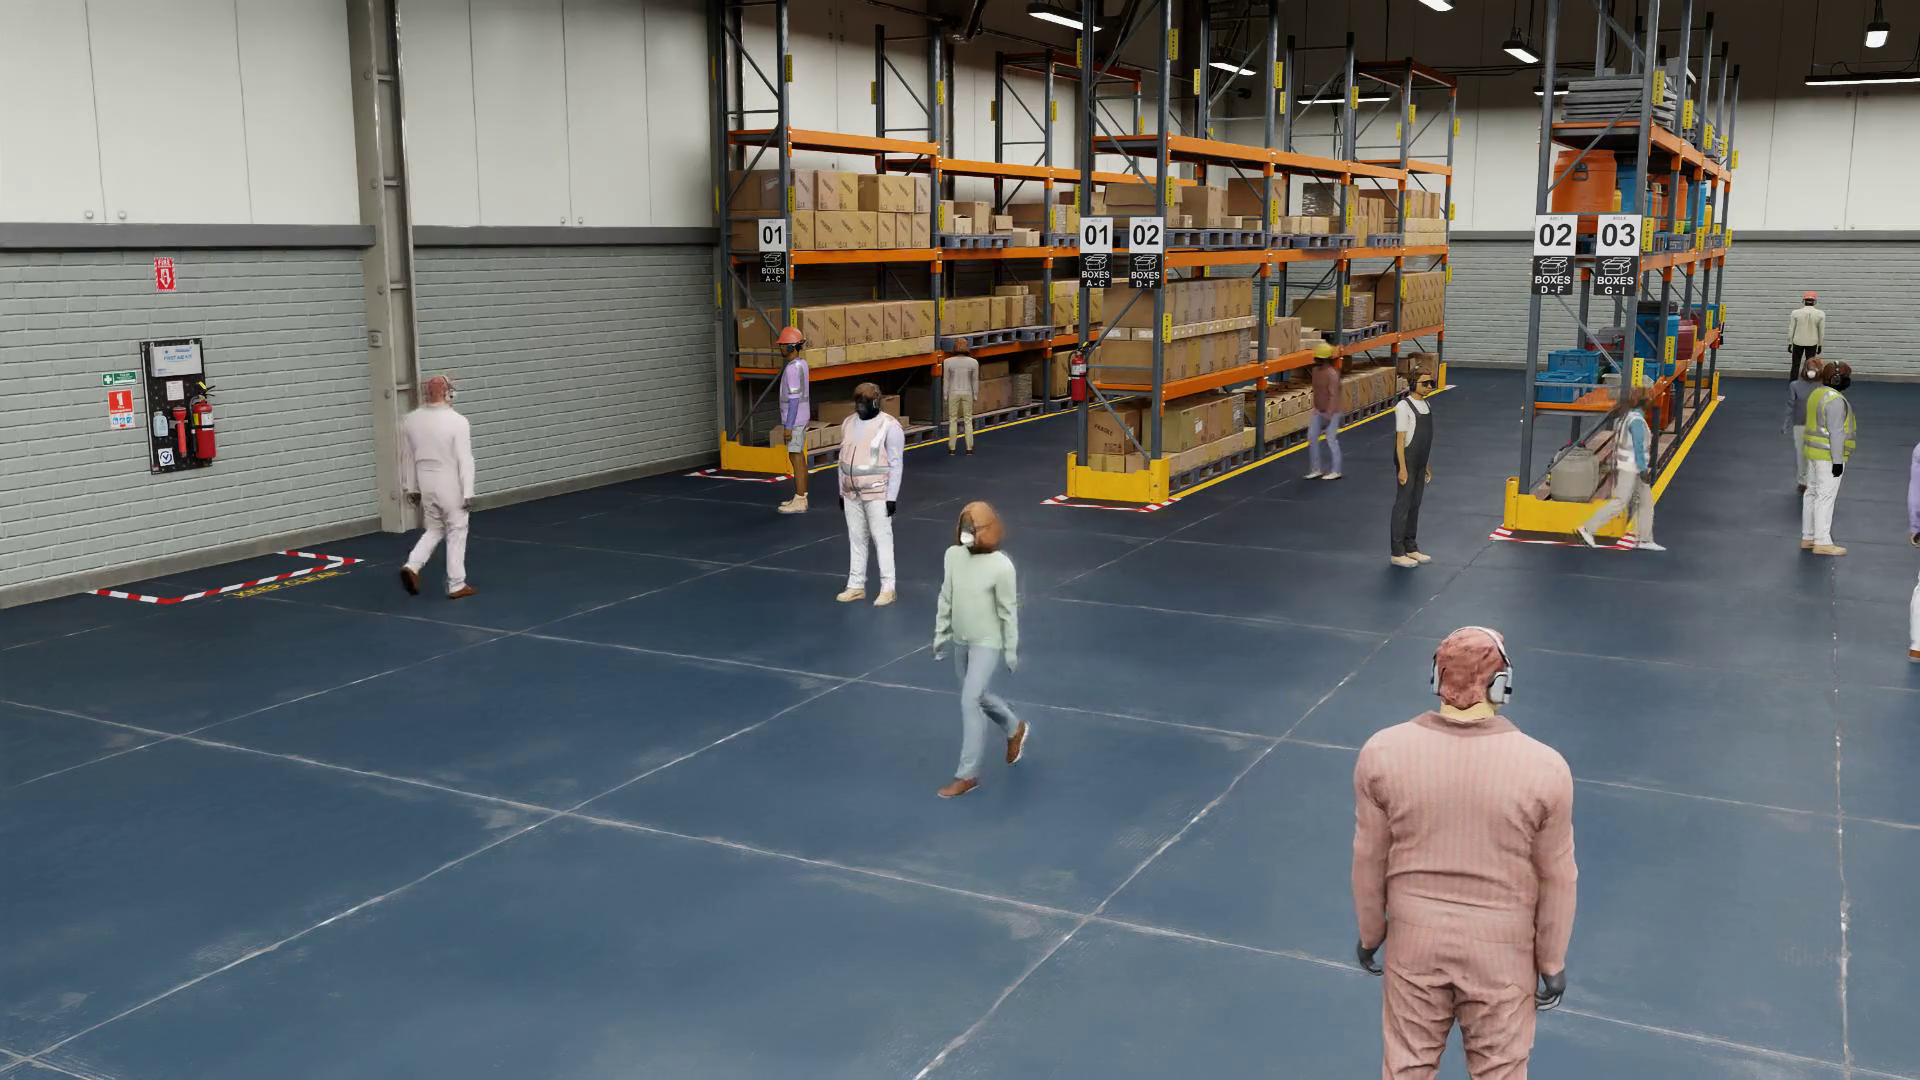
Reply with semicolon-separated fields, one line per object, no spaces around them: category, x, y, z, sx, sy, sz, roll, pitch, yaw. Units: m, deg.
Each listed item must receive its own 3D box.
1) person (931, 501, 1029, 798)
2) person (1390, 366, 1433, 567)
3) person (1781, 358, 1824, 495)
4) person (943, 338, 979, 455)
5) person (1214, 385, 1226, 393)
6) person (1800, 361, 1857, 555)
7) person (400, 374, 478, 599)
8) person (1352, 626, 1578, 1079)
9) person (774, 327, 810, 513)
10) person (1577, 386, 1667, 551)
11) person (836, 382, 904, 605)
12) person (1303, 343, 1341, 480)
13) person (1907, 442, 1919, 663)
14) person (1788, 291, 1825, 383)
person;0.139;0.564;9.196;0.748;1.608;0.496;-9;14;-41
person;4.185;-0.680;15.332;0.346;1.846;0.507;9;14;41
person;9.882;-1.316;19.439;0.498;1.601;0.809;9;14;41
person;0.011;-1.988;23.069;0.493;1.624;0.280;-1;10;-6
person;3.846;-2.537;25.354;0.576;1.883;0.354;5;12;27
person;8.325;-0.789;15.934;0.429;1.844;0.625;1;10;8
person;-4.326;-0.421;13.791;0.650;1.895;0.570;5;12;26
person;1.497;1.192;4.974;0.638;1.902;0.406;5;11;25
person;-1.836;-1.311;18.231;0.375;2.044;0.607;1;10;3
person;6.415;-0.690;16.034;0.768;1.603;0.504;5;11;25
person;-0.758;-0.370;13.720;0.634;1.855;0.458;7;13;34
person;4.514;-1.576;20.538;0.635;1.709;0.545;-5;12;-26
person;6.982;-0.058;11.689;0.355;1.936;0.633;-6;12;-29
person;16.070;-3.736;31.607;0.613;1.989;0.401;4;11;22
